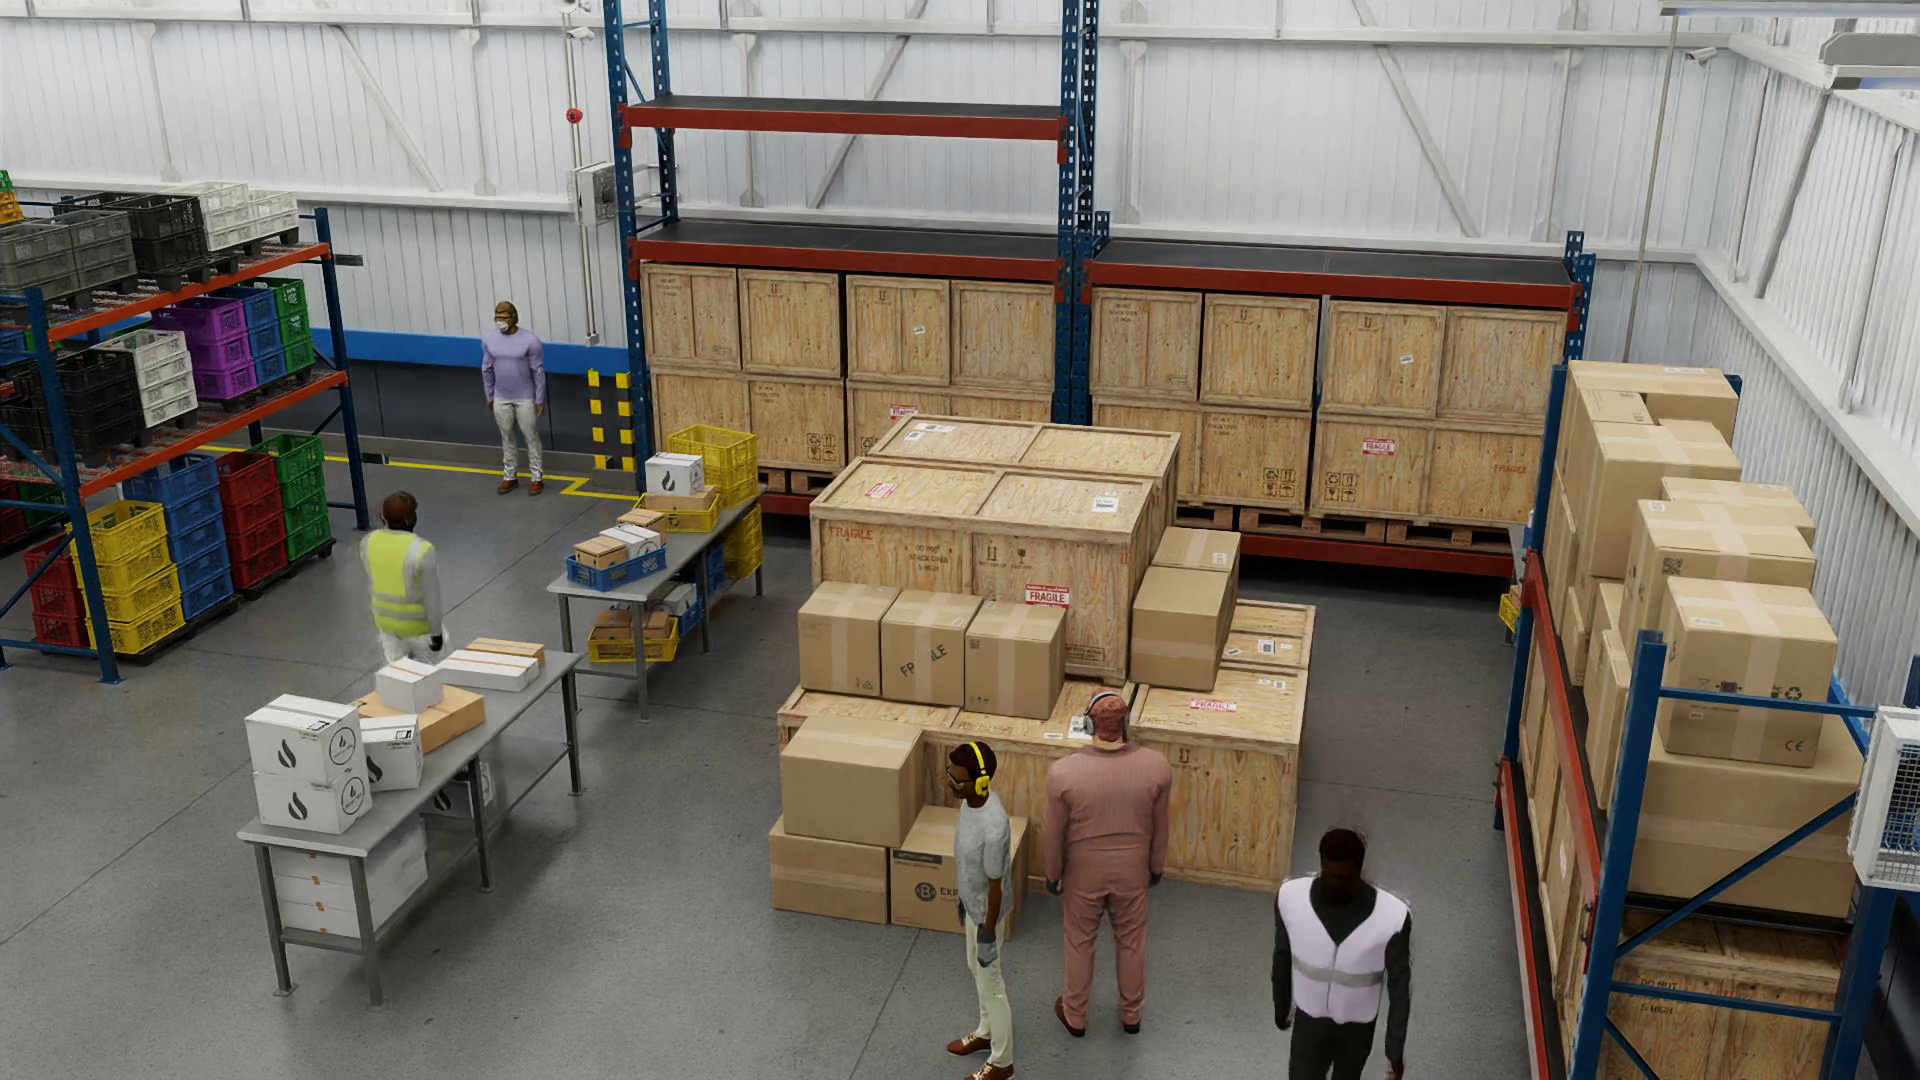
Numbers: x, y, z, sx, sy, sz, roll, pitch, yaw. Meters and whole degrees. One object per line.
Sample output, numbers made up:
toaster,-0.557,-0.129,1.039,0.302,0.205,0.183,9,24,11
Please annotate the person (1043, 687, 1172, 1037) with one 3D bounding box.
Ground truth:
person,0.734,1.638,8.468,0.646,1.901,0.395,-2,21,-6

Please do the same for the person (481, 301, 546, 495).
person,-4.375,-1.396,16.342,0.635,1.939,0.362,3,21,8

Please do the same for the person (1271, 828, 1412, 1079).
person,1.644,2.102,7.287,0.616,1.862,0.999,6,22,16

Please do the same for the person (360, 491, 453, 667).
person,-3.762,0.552,11.406,0.636,1.828,0.475,7,22,18

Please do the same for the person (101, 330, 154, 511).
person,-7.725,-1.022,15.438,0.337,1.882,0.584,4,21,11

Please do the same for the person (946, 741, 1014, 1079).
person,0.096,1.803,8.085,0.333,1.862,0.508,-5,21,-12
